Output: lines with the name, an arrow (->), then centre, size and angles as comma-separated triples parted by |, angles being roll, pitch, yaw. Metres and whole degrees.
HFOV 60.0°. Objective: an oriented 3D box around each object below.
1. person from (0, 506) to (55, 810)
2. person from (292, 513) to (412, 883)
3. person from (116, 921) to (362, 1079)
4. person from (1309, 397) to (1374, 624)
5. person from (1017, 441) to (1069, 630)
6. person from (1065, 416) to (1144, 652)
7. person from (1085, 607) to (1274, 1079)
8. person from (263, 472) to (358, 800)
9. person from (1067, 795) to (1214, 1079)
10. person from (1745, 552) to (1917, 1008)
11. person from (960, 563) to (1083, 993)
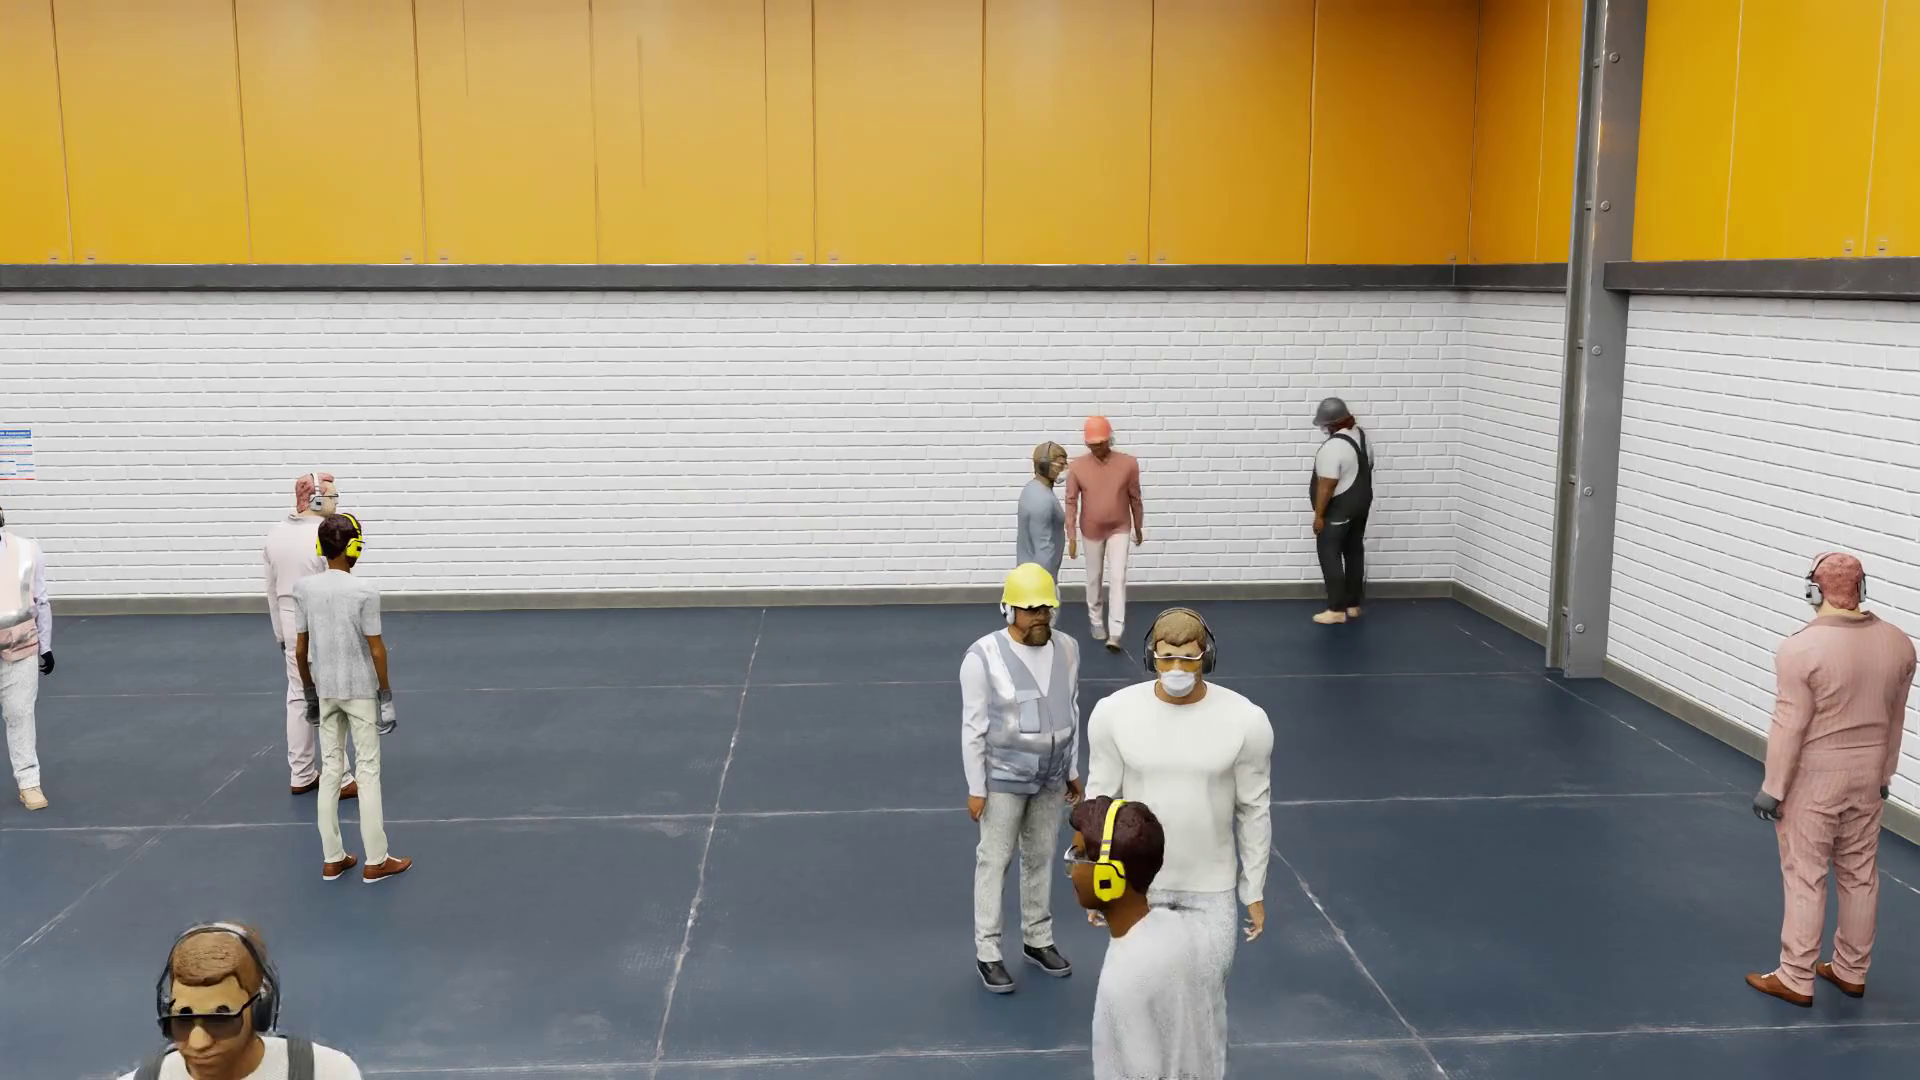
person -> -5.428, 0.638, 9.334 | 0.634, 1.841, 0.429 | -7, 12, -39
person -> -3.058, 0.788, 8.328 | 0.511, 1.865, 0.329 | 2, 9, 13
person -> -1.458, 1.618, 3.343 | 0.540, 1.790, 0.988 | -2, 9, -13
person -> 3.349, -0.309, 14.659 | 0.533, 2.000, 0.791 | 9, 13, 44
person -> 0.566, 0.299, 11.184 | 0.385, 1.937, 0.647 | 0, 9, -2
person -> 1.175, -0.063, 13.519 | 0.644, 1.908, 1.039 | 1, 9, 5
person -> 0.732, 1.175, 5.662 | 0.638, 1.936, 0.356 | 2, 9, 10
person -> -3.704, 0.555, 9.659 | 0.651, 1.904, 0.402 | 5, 10, 29
person -> 0.431, 1.506, 4.006 | 1.029, 1.803, 0.533 | 4, 10, 23
person -> 3.600, 0.991, 6.935 | 0.636, 1.903, 0.405 | -2, 9, -15
person -> 0.285, 0.997, 7.109 | 0.592, 1.832, 0.404 | -6, 11, -31
